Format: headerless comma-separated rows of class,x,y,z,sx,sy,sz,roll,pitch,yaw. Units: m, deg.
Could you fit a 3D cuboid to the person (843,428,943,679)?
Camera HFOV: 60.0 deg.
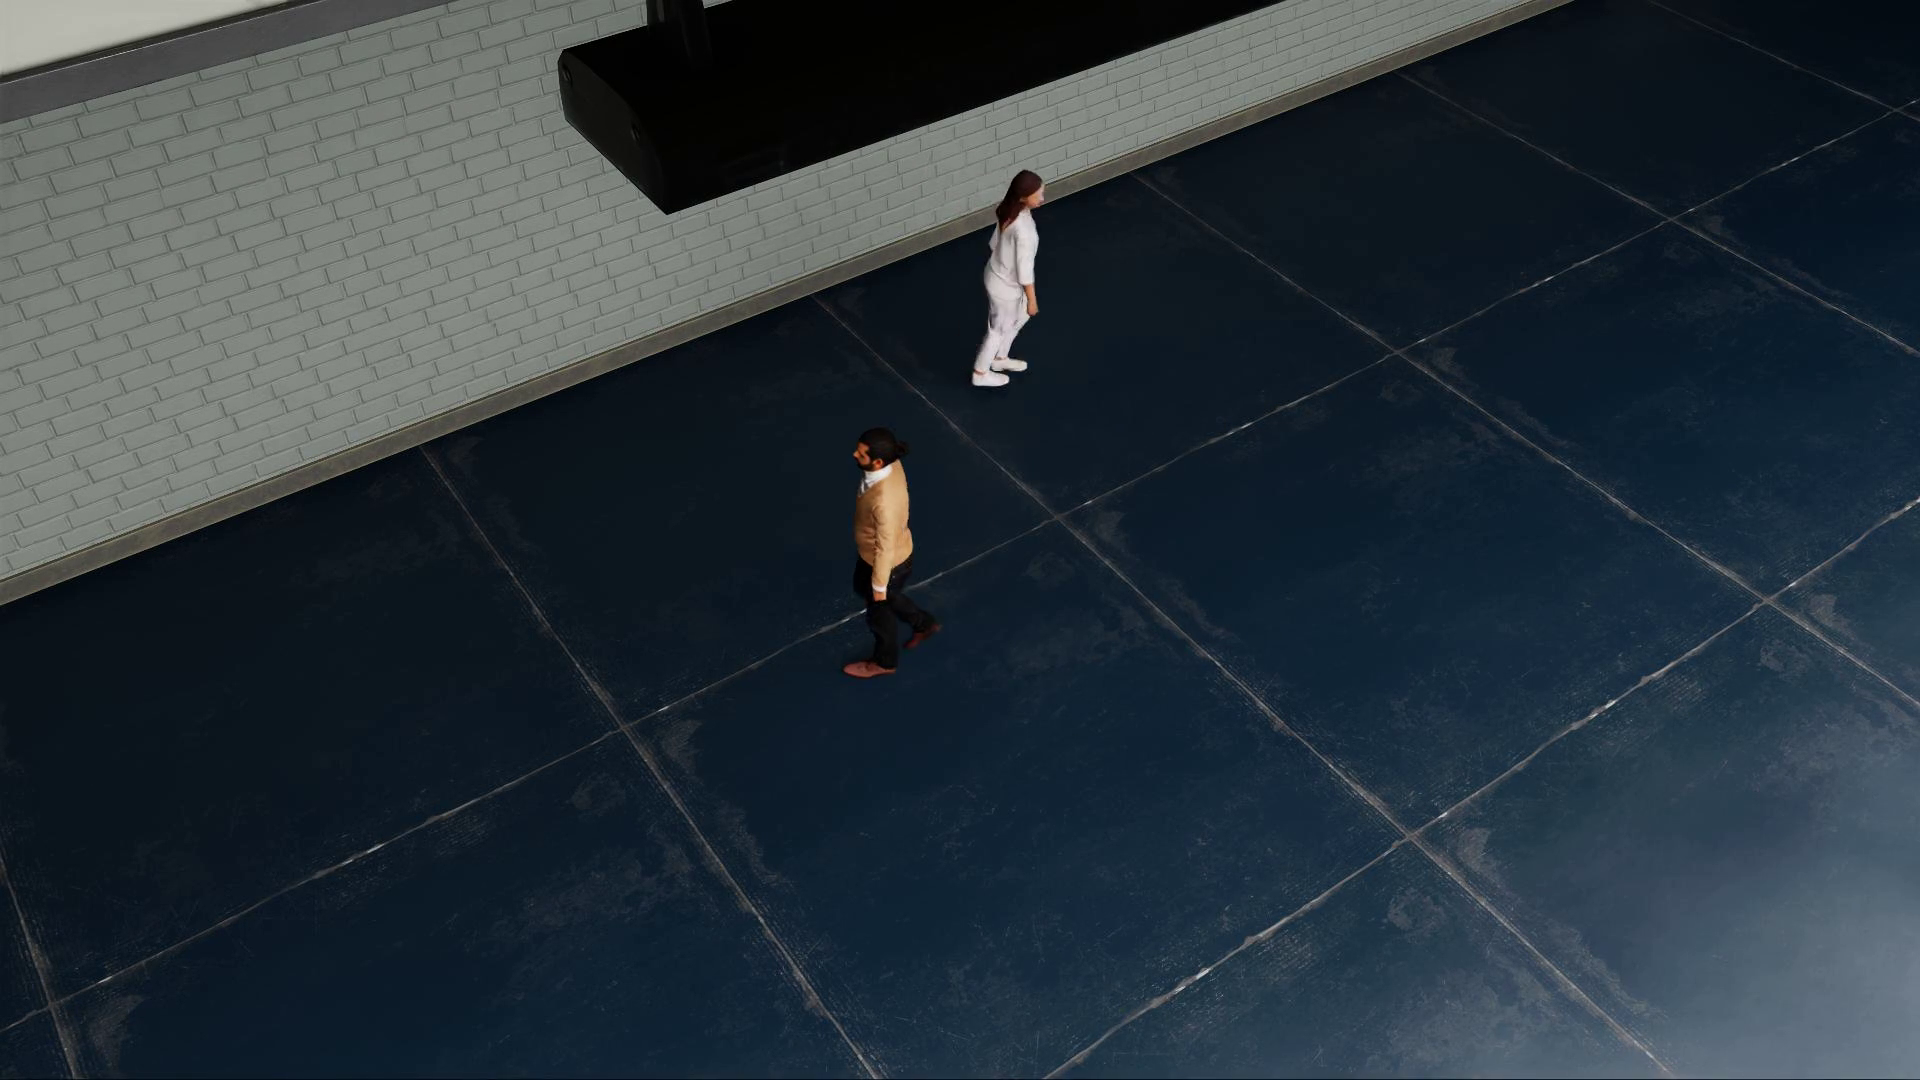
person,-0.337,0.082,8.874,0.920,1.746,0.887,-5,43,-5

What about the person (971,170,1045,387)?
person,0.246,-1.680,10.828,0.820,1.654,0.750,-11,44,-12
